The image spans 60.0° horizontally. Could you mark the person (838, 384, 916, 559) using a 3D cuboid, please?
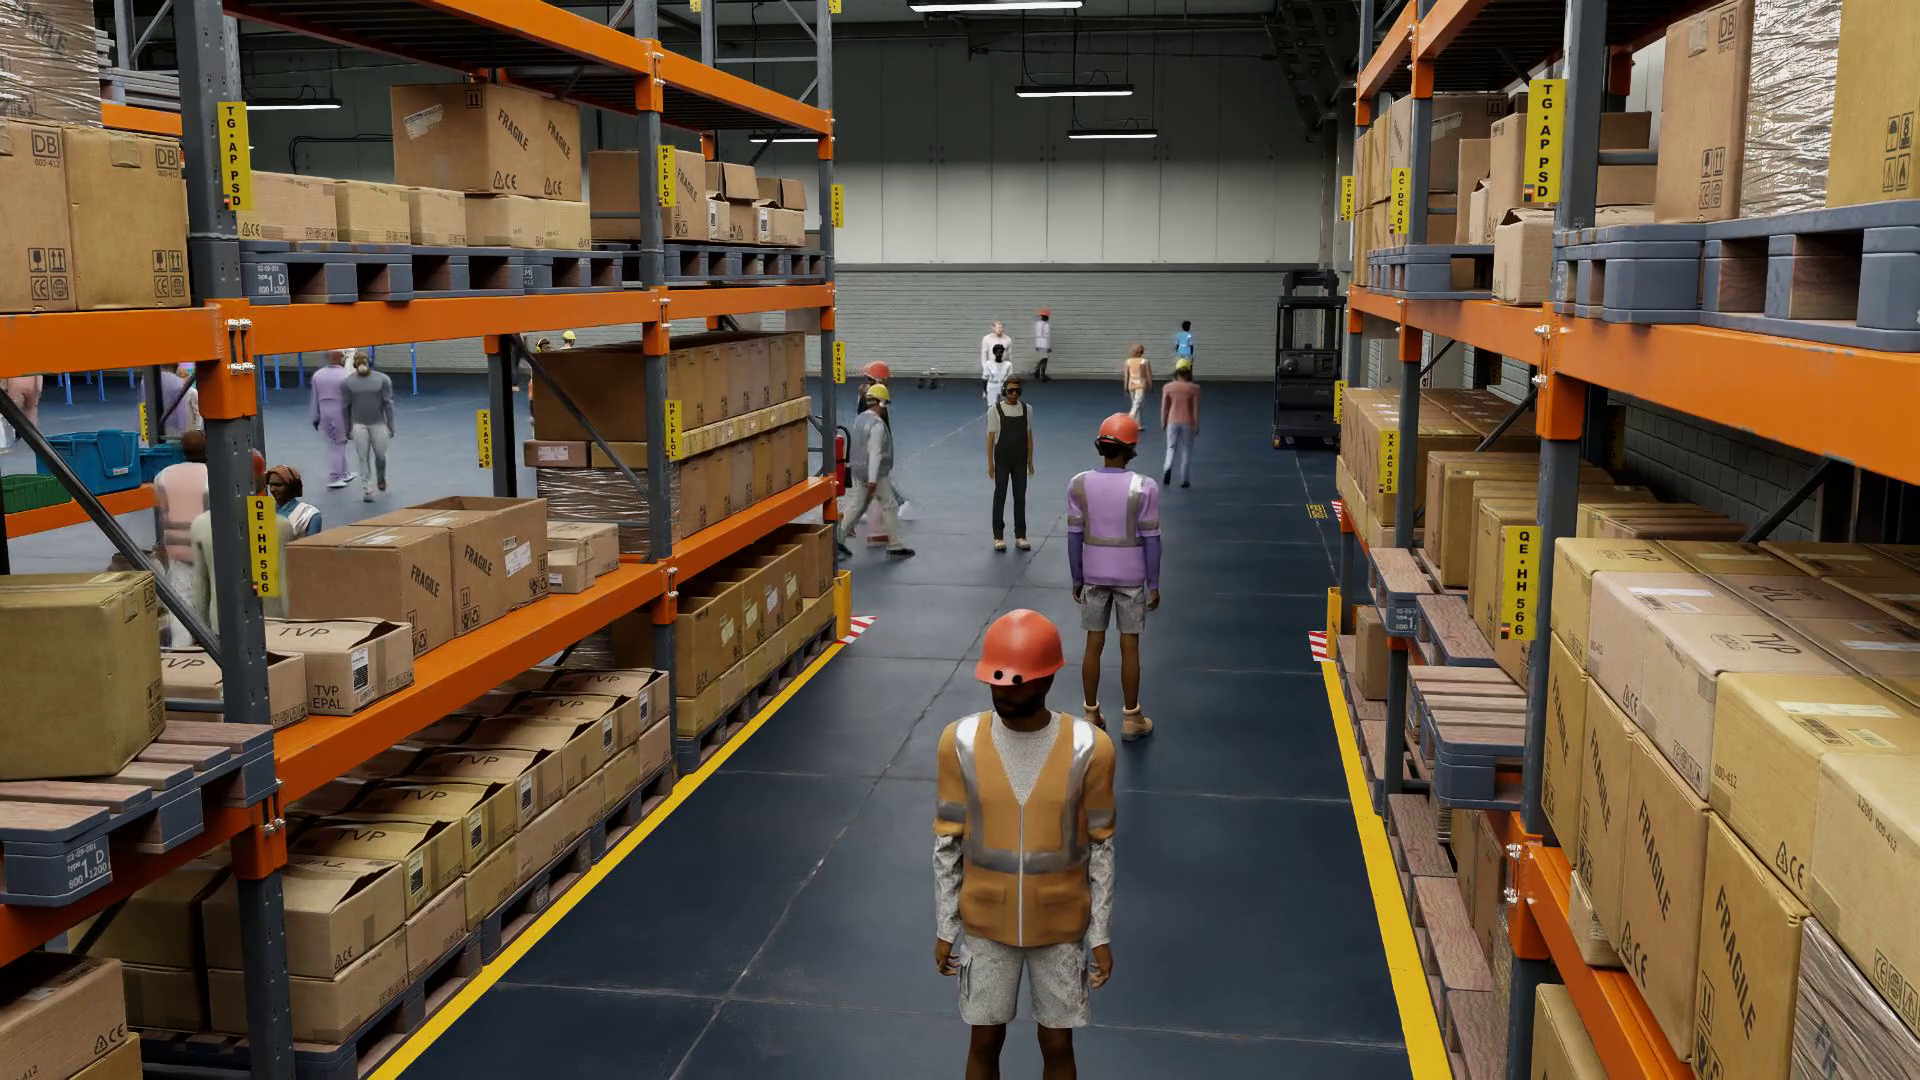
[{"bbox_3d":[-0.940,-0.692,16.891,0.866,1.786,0.589,-5,10,-26],"label":"person"}]

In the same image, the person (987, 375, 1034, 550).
[{"bbox_3d":[0.529,-0.817,17.486,0.505,1.841,0.331,-3,10,-19],"label":"person"}]

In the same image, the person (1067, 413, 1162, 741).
[{"bbox_3d":[0.972,0.225,10.420,0.607,2.044,0.378,4,10,24],"label":"person"}]

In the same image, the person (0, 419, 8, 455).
[{"bbox_3d":[-15.512,-2.246,26.225,0.600,1.850,0.884,5,11,29],"label":"person"}]

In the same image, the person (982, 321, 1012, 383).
[{"bbox_3d":[0.777,-3.665,34.946,0.641,1.873,0.888,0,9,0],"label":"person"}]

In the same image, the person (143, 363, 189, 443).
[{"bbox_3d":[-10.073,-1.420,20.980,0.683,1.906,0.690,3,10,16],"label":"person"}]

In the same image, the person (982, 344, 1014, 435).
[{"bbox_3d":[0.681,-2.509,28.429,0.552,1.651,0.844,-2,9,-14],"label":"person"}]

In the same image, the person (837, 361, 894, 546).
[{"bbox_3d":[-0.963,-0.913,17.666,0.573,1.979,0.614,-3,10,-19],"label":"person"}]

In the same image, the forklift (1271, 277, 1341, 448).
[{"bbox_3d":[5.847,-3.016,27.970,1.129,2.768,1.873,1,9,9],"label":"forklift"}]

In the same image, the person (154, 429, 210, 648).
[{"bbox_3d":[-5.425,0.093,11.997,0.621,1.786,0.968,1,9,3],"label":"person"}]

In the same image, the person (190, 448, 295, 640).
[{"bbox_3d":[-3.945,0.455,9.218,0.632,1.980,0.752,1,9,8],"label":"person"}]

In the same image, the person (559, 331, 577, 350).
[{"bbox_3d":[-7.526,-3.148,32.083,0.533,1.765,0.329,8,12,41],"label":"person"}]

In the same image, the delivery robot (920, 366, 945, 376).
[{"bbox_3d":[-0.686,-4.230,41.520,0.335,0.223,0.699,8,12,42],"label":"delivery robot"}]

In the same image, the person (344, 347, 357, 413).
[{"bbox_3d":[-11.874,-3.343,32.436,0.395,2.038,0.615,-7,12,-38],"label":"person"}]

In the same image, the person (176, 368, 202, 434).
[{"bbox_3d":[-10.360,-1.487,22.235,0.498,1.634,0.284,3,10,18],"label":"person"}]

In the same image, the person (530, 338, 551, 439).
[{"bbox_3d":[-6.459,-2.198,25.895,0.333,1.873,0.520,5,11,29],"label":"person"}]

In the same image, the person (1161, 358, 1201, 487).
[{"bbox_3d":[2.964,-1.571,22.387,0.531,1.749,0.571,3,10,18],"label":"person"}]

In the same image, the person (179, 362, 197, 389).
[{"bbox_3d":[-15.603,-3.395,33.498,0.646,1.822,0.401,-4,10,-22],"label":"person"}]

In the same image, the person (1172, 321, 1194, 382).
[{"bbox_3d":[5.639,-4.690,41.889,0.534,1.666,0.779,7,12,37],"label":"person"}]

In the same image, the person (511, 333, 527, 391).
[{"bbox_3d":[-11.013,-4.657,40.668,0.707,2.000,0.989,-9,13,-43],"label":"person"}]

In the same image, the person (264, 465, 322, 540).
[{"bbox_3d":[-4.481,0.313,11.122,0.511,1.641,0.307,2,9,12],"label":"person"}]

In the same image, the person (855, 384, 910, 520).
[{"bbox_3d":[-0.980,-1.034,19.529,0.715,1.605,0.499,-4,10,-22],"label":"person"}]

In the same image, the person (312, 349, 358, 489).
[{"bbox_3d":[-8.375,-1.666,22.620,0.661,1.866,0.906,3,10,18],"label":"person"}]

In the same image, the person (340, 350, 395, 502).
[{"bbox_3d":[-7.565,-1.471,21.263,0.643,1.920,0.571,-3,10,-15],"label":"person"}]

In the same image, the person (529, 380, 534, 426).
[{"bbox_3d":[-5.892,-1.774,23.836,0.549,1.681,0.361,-5,11,-30],"label":"person"}]

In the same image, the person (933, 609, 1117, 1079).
[{"bbox_3d":[0.191,1.154,5.023,0.553,1.934,0.357,1,9,7],"label":"person"}]

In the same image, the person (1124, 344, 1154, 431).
[{"bbox_3d":[3.202,-2.751,30.143,0.513,1.599,0.842,8,12,41],"label":"person"}]

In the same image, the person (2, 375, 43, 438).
[{"bbox_3d":[-16.119,-2.645,28.599,0.647,1.882,0.703,-4,10,-22],"label":"person"}]

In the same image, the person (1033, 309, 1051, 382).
[{"bbox_3d":[2.232,-5.159,44.014,0.402,1.915,0.561,-5,10,-28],"label":"person"}]
